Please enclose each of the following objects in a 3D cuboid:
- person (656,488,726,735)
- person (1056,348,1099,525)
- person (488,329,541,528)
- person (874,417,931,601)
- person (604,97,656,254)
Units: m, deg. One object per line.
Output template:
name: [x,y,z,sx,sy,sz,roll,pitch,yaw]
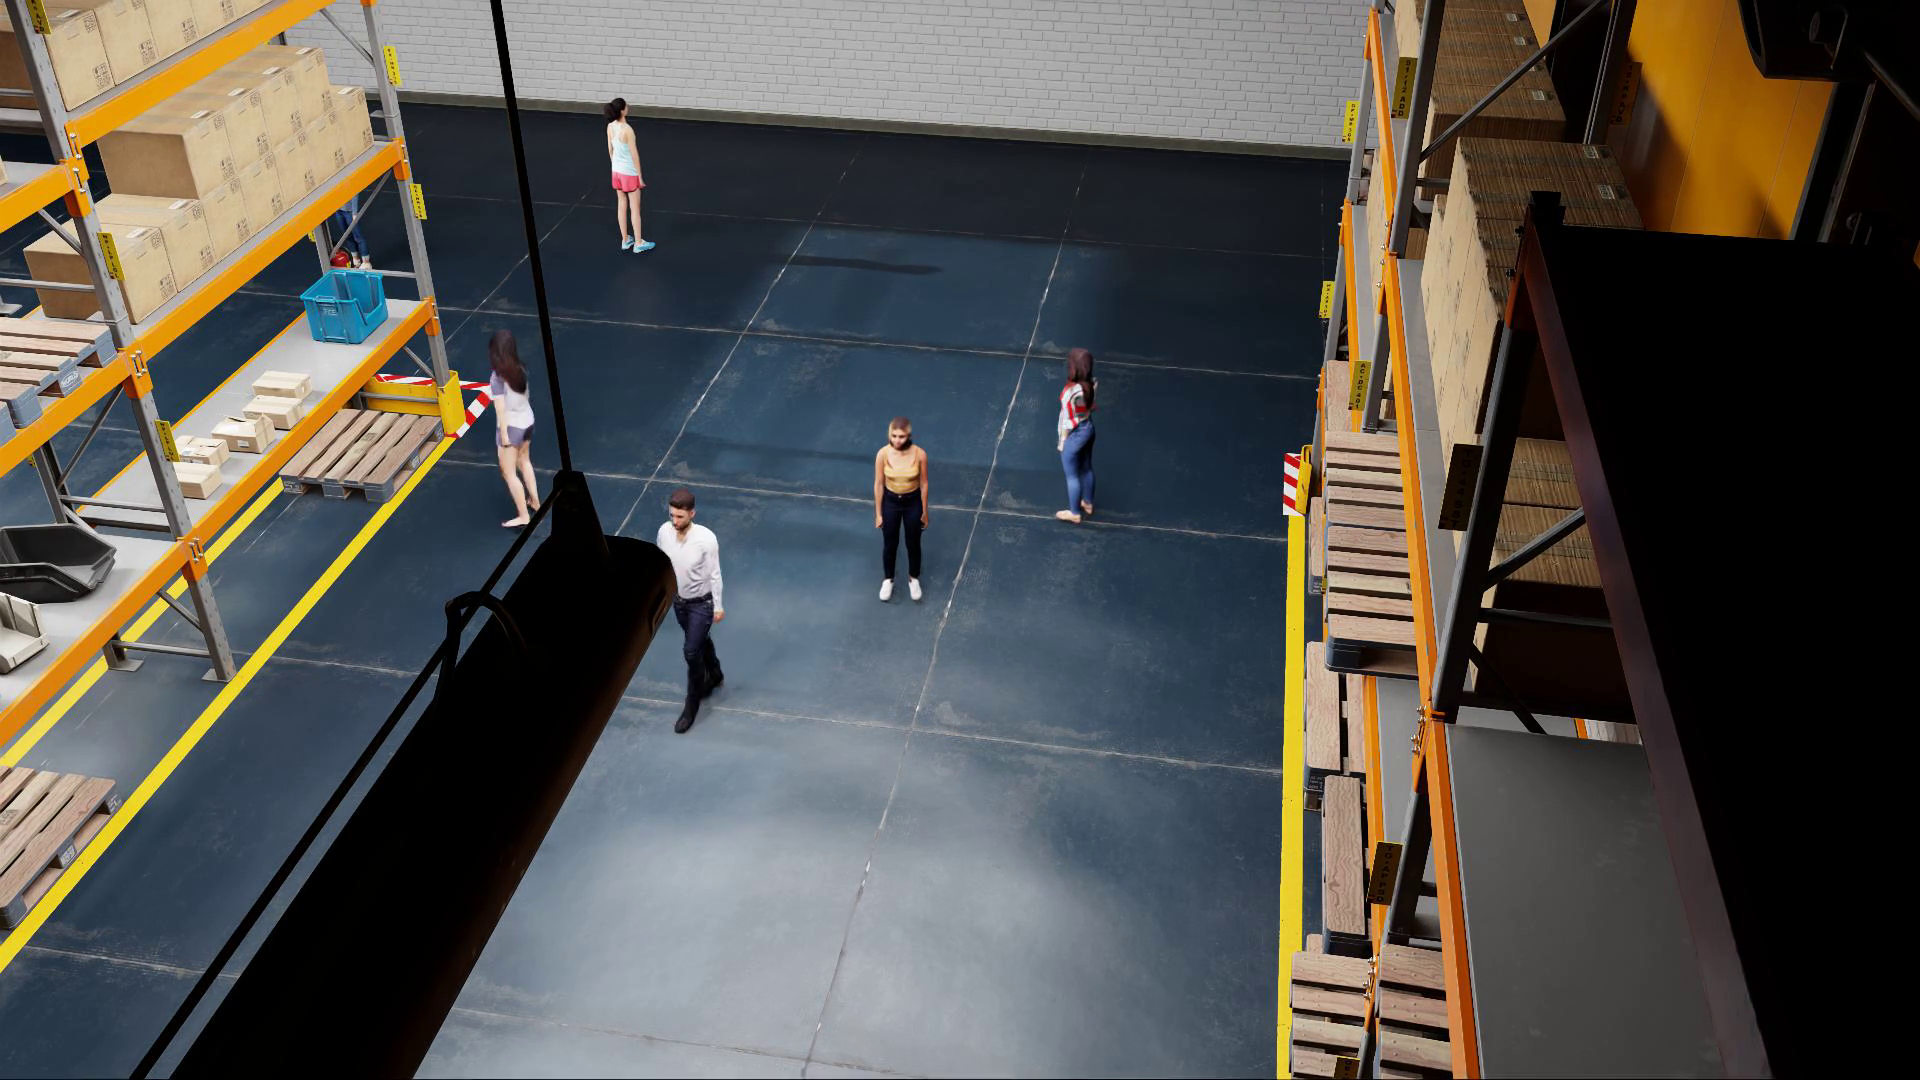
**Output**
person: [-1.856,0.378,11.944,0.846,1.845,1.036,20,38,27]
person: [1.004,-0.893,14.067,0.727,1.611,0.603,24,40,31]
person: [-3.757,-0.940,14.089,0.901,1.666,0.551,3,34,4]
person: [-0.454,-0.256,13.094,0.608,1.627,0.548,0,34,0]
person: [-3.766,-4.136,18.808,0.676,1.764,0.701,23,40,30]
